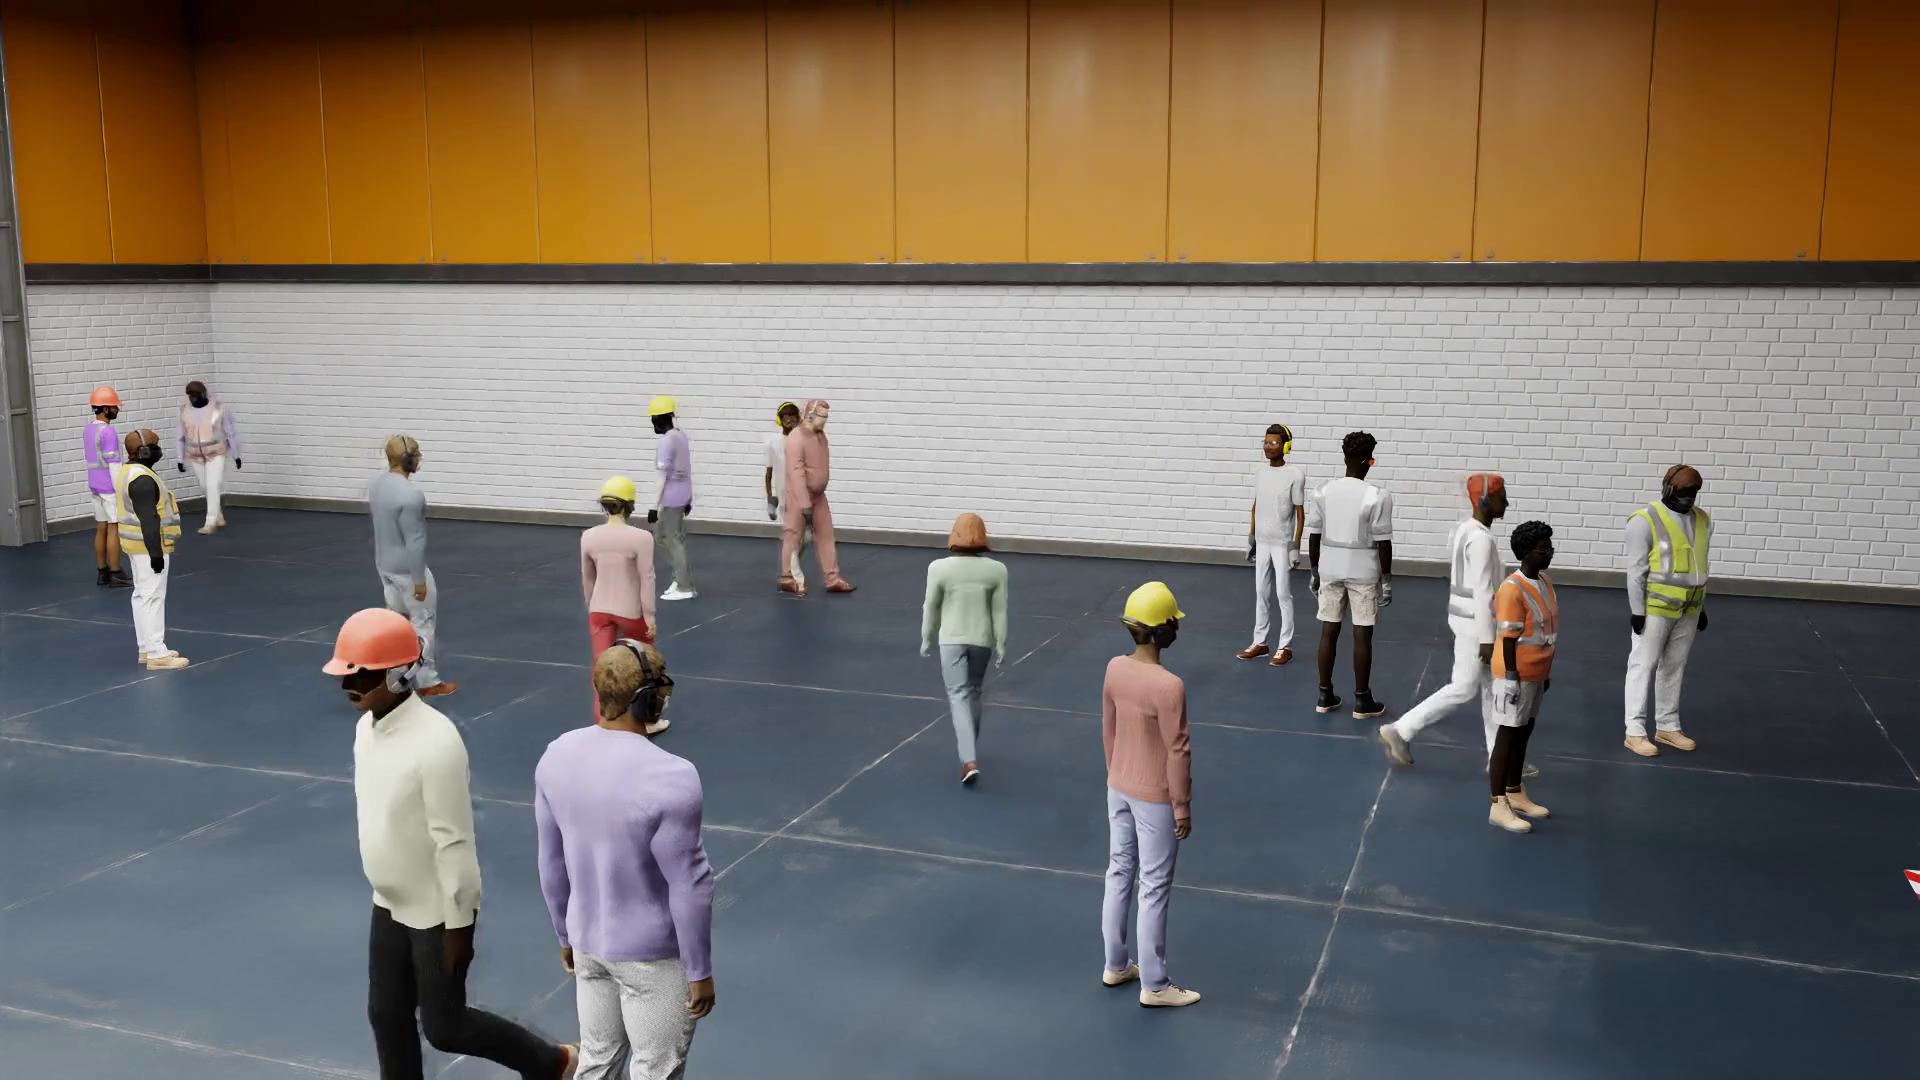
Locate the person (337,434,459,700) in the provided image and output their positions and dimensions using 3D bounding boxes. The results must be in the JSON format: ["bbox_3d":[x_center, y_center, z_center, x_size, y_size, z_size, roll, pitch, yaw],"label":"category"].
[{"bbox_3d":[-3.962,0.215,11.628,0.785,1.916,0.639,-9,13,-44],"label":"person"}]

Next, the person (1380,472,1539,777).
[{"bbox_3d":[3.032,0.514,9.991,0.871,1.857,0.579,3,10,17],"label":"person"}]

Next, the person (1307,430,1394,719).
[{"bbox_3d":[2.672,0.234,11.367,0.614,1.957,0.362,7,12,38],"label":"person"}]

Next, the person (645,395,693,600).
[{"bbox_3d":[-2.677,-0.377,15.328,0.477,1.904,0.611,0,9,1],"label":"person"}]

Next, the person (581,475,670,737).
[{"bbox_3d":[-2.135,0.449,10.678,0.553,1.736,0.738,3,10,16],"label":"person"}]

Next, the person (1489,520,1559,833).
[{"bbox_3d":[3.086,0.731,9.099,0.318,1.697,0.536,7,12,38],"label":"person"}]

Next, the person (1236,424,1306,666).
[{"bbox_3d":[2.428,0.032,12.884,0.328,1.877,0.517,-8,12,-40],"label":"person"}]

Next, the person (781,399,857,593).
[{"bbox_3d":[-1.351,-0.393,15.560,0.862,1.853,0.663,4,10,26],"label":"person"}]

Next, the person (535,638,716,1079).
[{"bbox_3d":[-1.004,1.253,5.109,0.637,1.938,0.357,6,11,32],"label":"person"}]

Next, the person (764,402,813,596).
[{"bbox_3d":[-1.582,-0.408,15.726,0.586,1.837,0.646,-4,10,-22],"label":"person"}]

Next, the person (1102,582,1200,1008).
[{"bbox_3d":[0.784,1.048,6.906,0.309,1.772,0.525,-5,11,-30],"label":"person"}]

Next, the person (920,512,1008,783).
[{"bbox_3d":[0.048,0.631,10.016,0.502,1.597,0.820,-2,9,-14],"label":"person"}]

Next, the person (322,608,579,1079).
[{"bbox_3d":[-1.712,1.163,5.552,0.633,1.977,0.723,8,12,41],"label":"person"}]

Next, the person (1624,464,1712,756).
[{"bbox_3d":[4.480,0.436,10.503,0.620,1.837,0.430,-4,10,-21],"label":"person"}]

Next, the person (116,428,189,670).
[{"bbox_3d":[-6.205,0.067,12.761,0.429,1.846,0.627,-6,11,-35],"label":"person"}]

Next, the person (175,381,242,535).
[{"bbox_3d":[-8.826,-0.988,19.534,0.680,1.787,0.948,-1,9,-5],"label":"person"}]

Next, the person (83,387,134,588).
[{"bbox_3d":[-8.187,-0.507,16.030,0.552,1.937,0.356,8,12,39],"label":"person"}]
